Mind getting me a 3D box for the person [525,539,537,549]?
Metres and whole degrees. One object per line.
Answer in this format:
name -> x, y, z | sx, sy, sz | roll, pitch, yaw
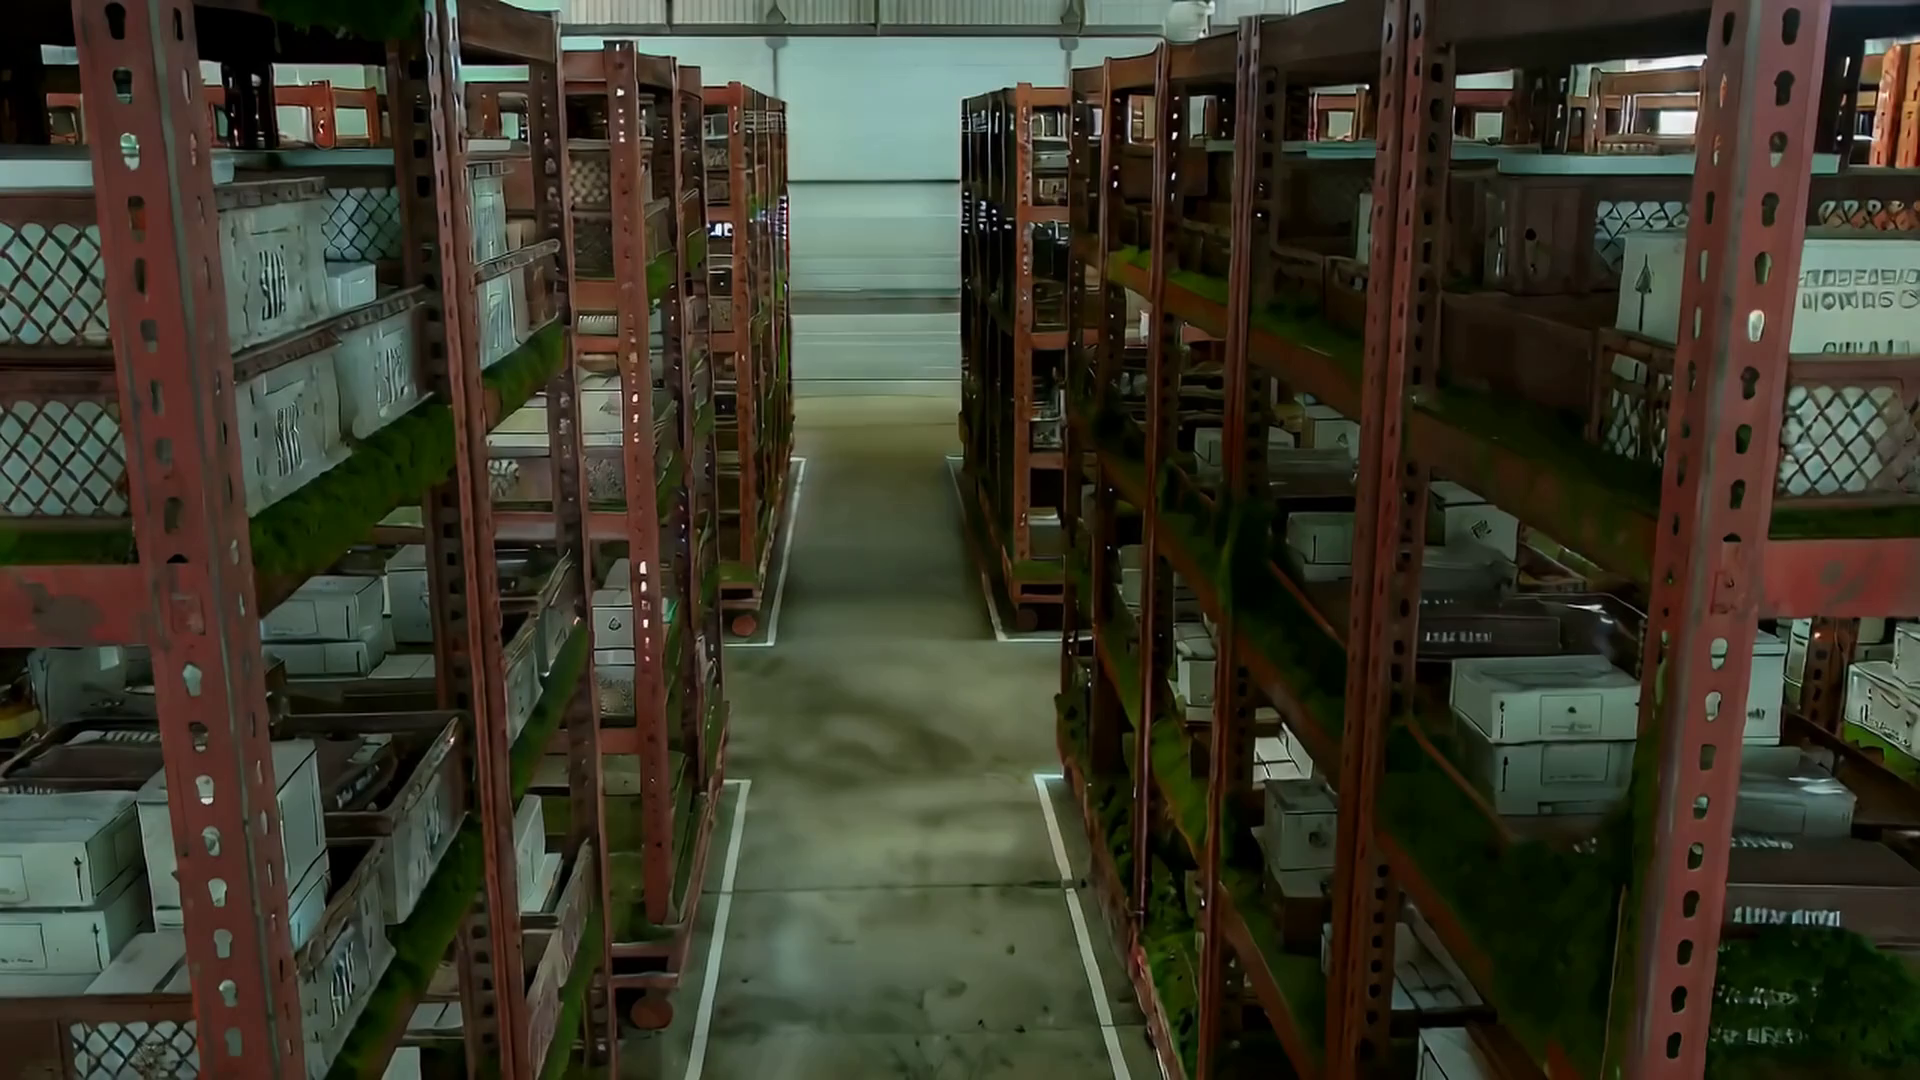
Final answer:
person -> -2.674, -0.198, 10.470 | 0.415, 1.985, 0.611 | -1, 14, -4
